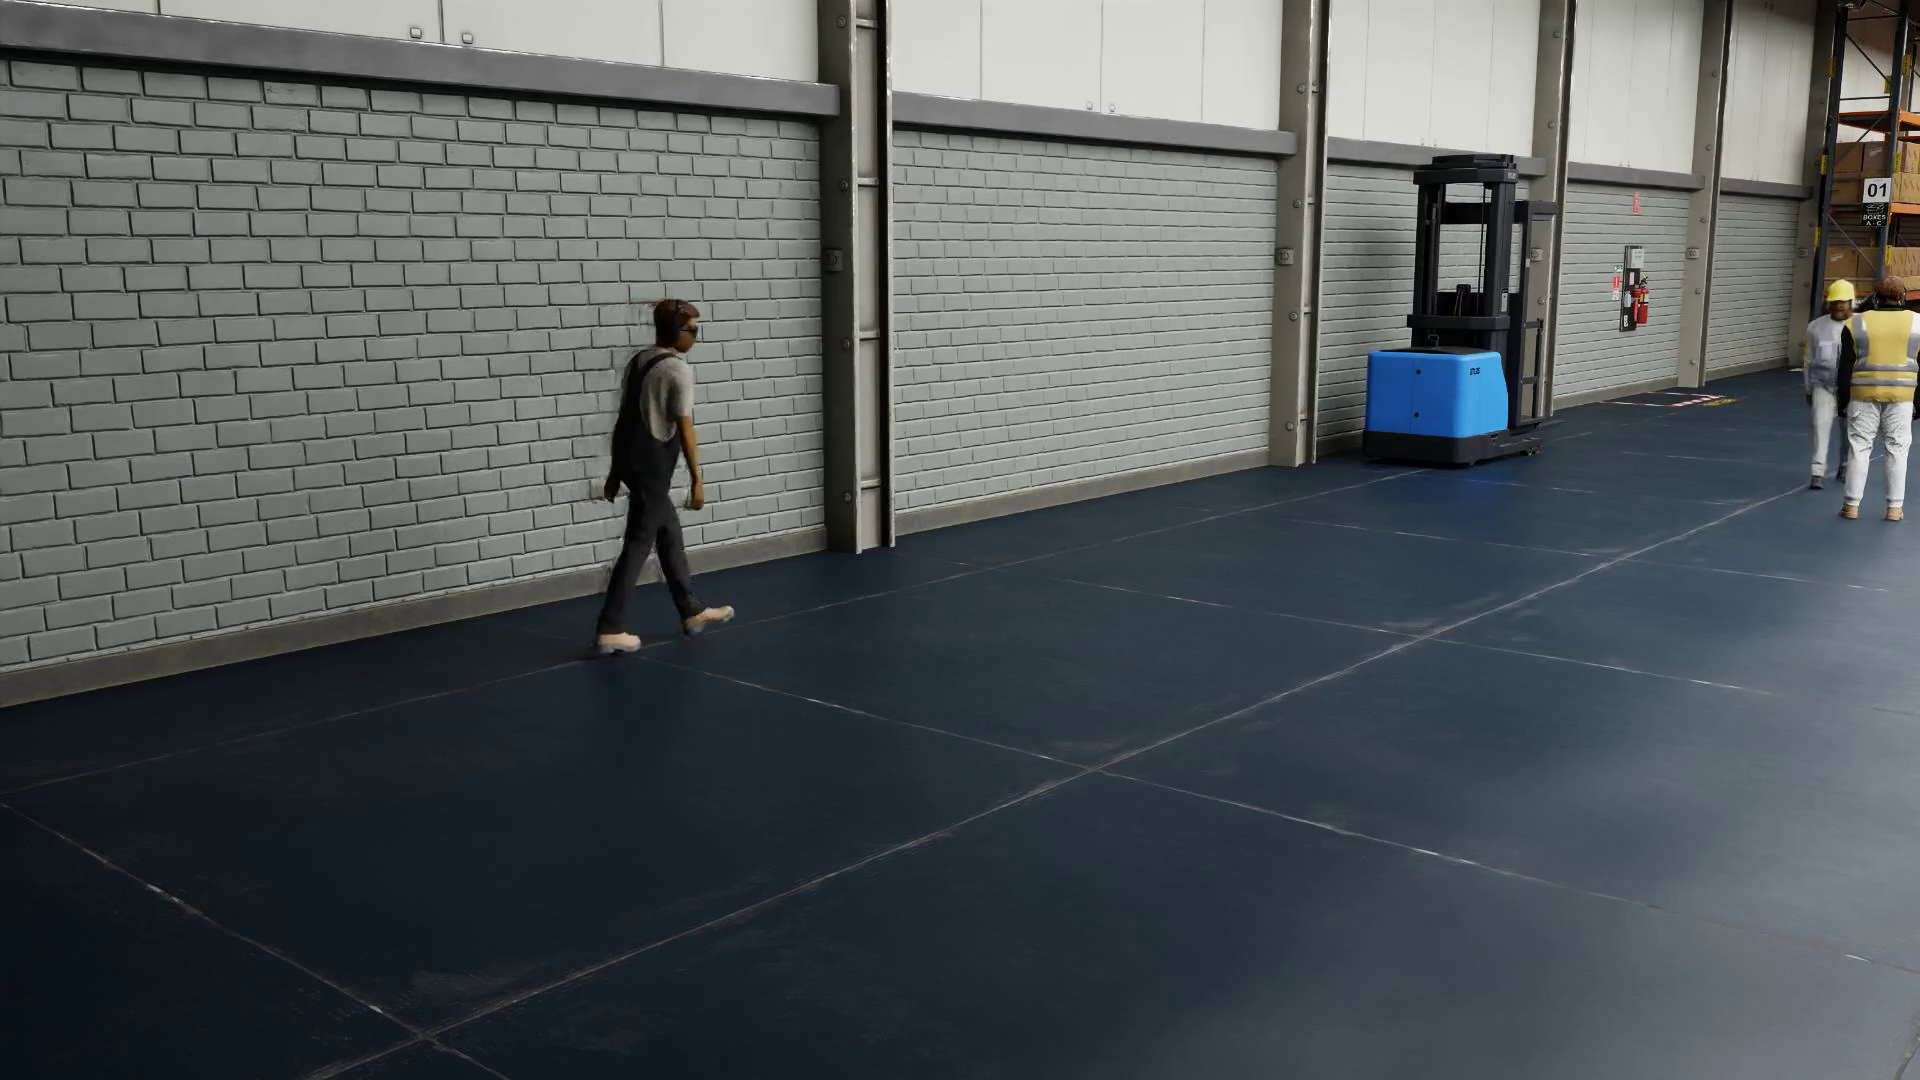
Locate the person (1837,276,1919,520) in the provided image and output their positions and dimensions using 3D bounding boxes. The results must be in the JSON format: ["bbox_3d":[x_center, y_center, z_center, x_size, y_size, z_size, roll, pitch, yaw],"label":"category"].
[{"bbox_3d":[7.013,-1.078,12.666,0.627,1.844,0.429,4,11,22],"label":"person"}]

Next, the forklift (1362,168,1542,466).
[{"bbox_3d":[4.875,-2.212,16.287,1.129,2.768,1.873,8,13,40],"label":"forklift"}]

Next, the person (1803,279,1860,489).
[{"bbox_3d":[7.650,-1.368,14.467,0.584,1.799,0.906,6,12,32],"label":"person"}]

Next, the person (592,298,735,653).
[{"bbox_3d":[-1.533,-0.336,8.563,0.926,1.786,0.547,-8,13,-38],"label":"person"}]
